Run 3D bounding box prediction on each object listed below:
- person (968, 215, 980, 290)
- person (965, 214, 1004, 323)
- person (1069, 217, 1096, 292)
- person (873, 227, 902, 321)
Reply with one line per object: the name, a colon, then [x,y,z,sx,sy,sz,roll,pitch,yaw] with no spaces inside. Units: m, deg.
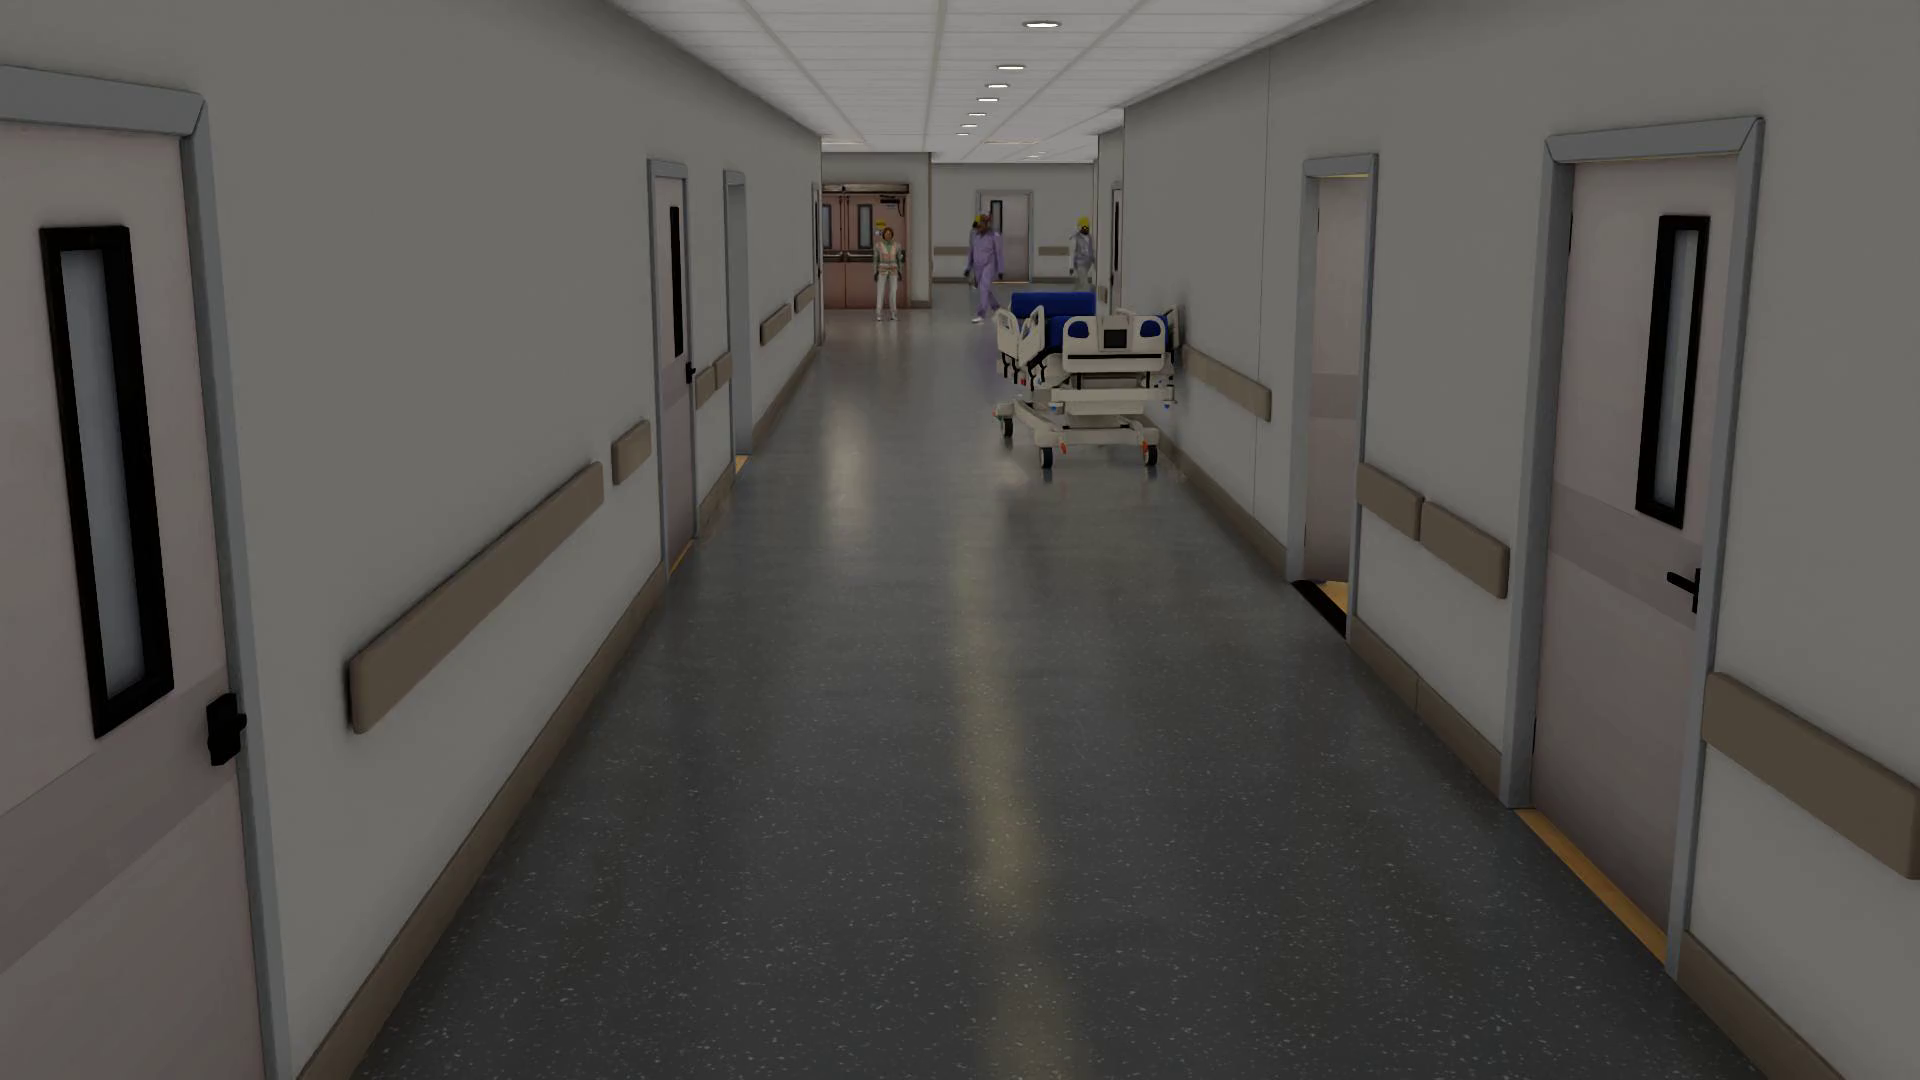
person: [0.416,-6.776,39.246,0.313,1.741,0.487,9,15,39]
person: [0.476,-4.749,29.065,0.639,1.873,0.900,11,16,43]
person: [2.409,-5.287,31.885,0.930,1.781,0.590,10,15,40]
person: [-1.274,-4.670,29.238,0.523,1.636,0.310,-3,12,-15]
